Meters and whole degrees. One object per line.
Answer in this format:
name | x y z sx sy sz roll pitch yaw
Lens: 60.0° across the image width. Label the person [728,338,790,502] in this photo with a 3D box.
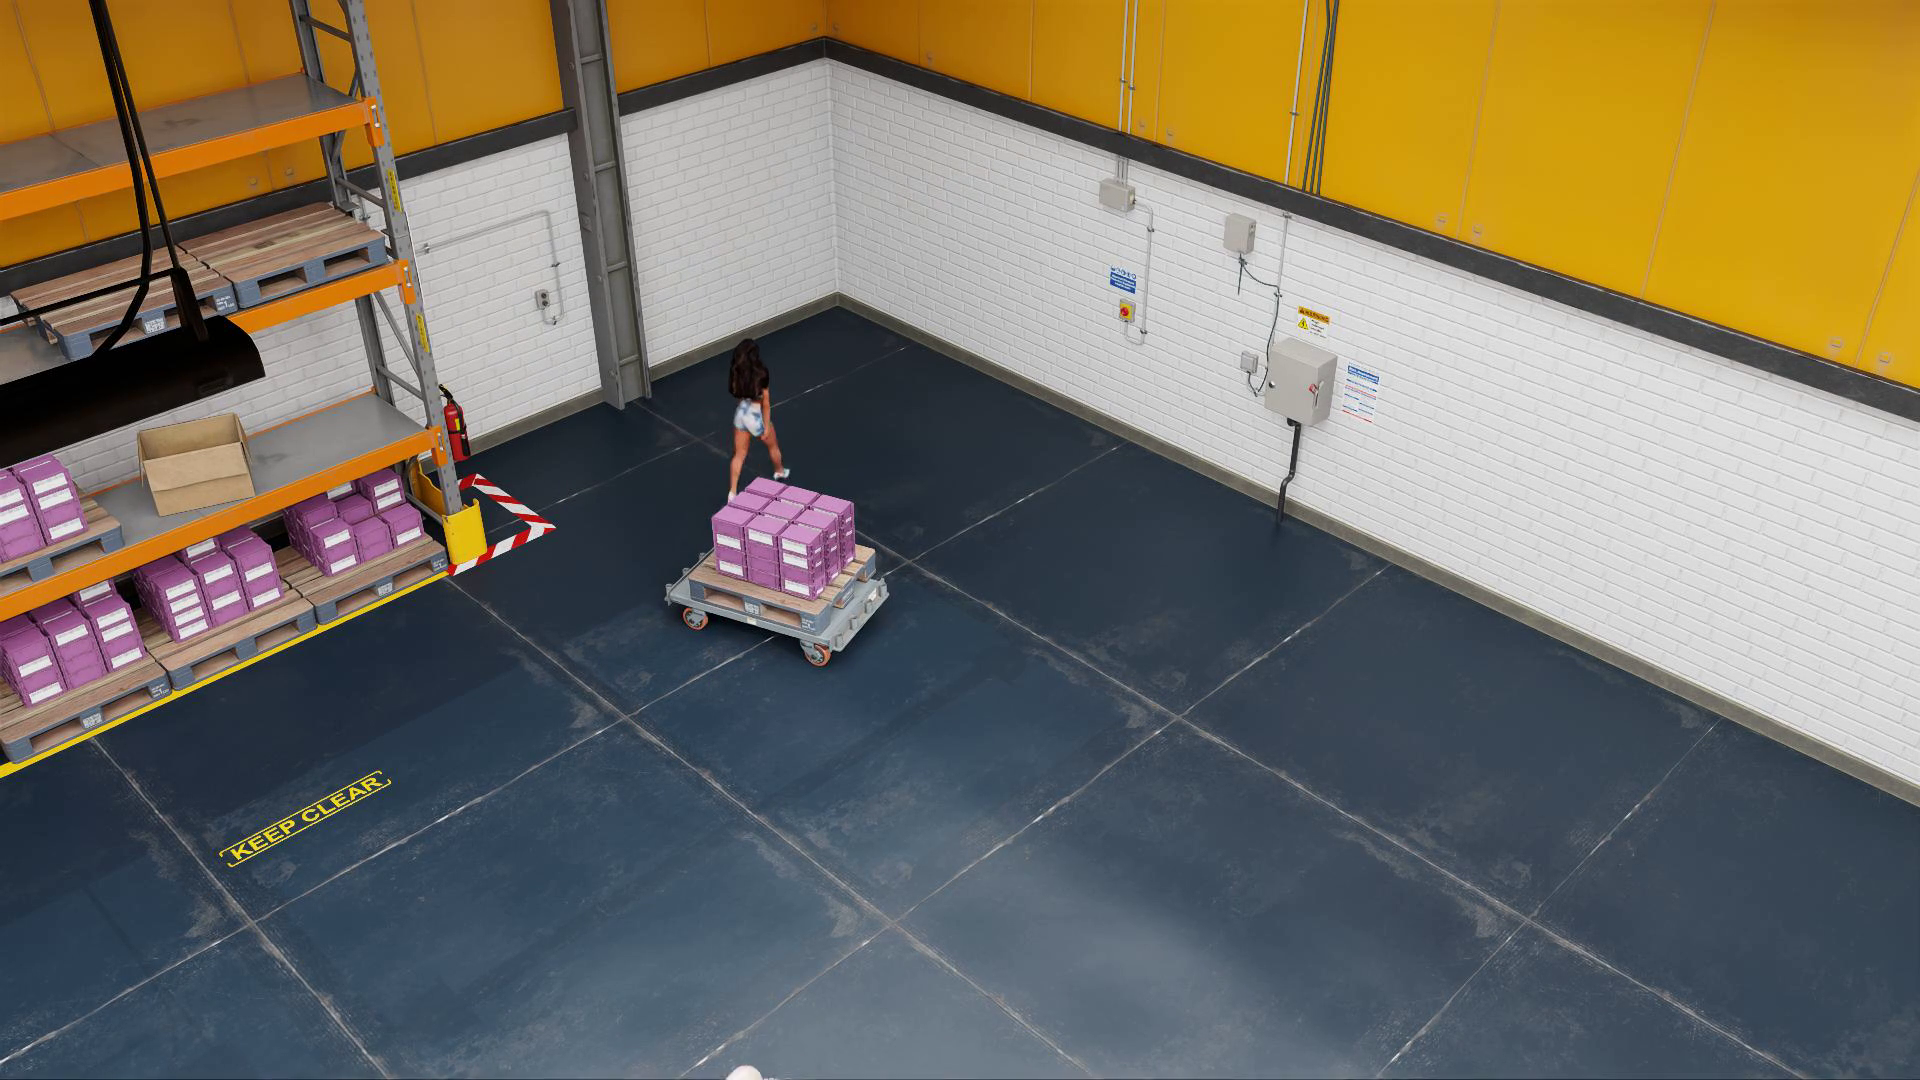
person | -1.914 -0.998 14.900 0.746 1.578 1.094 18 38 25
